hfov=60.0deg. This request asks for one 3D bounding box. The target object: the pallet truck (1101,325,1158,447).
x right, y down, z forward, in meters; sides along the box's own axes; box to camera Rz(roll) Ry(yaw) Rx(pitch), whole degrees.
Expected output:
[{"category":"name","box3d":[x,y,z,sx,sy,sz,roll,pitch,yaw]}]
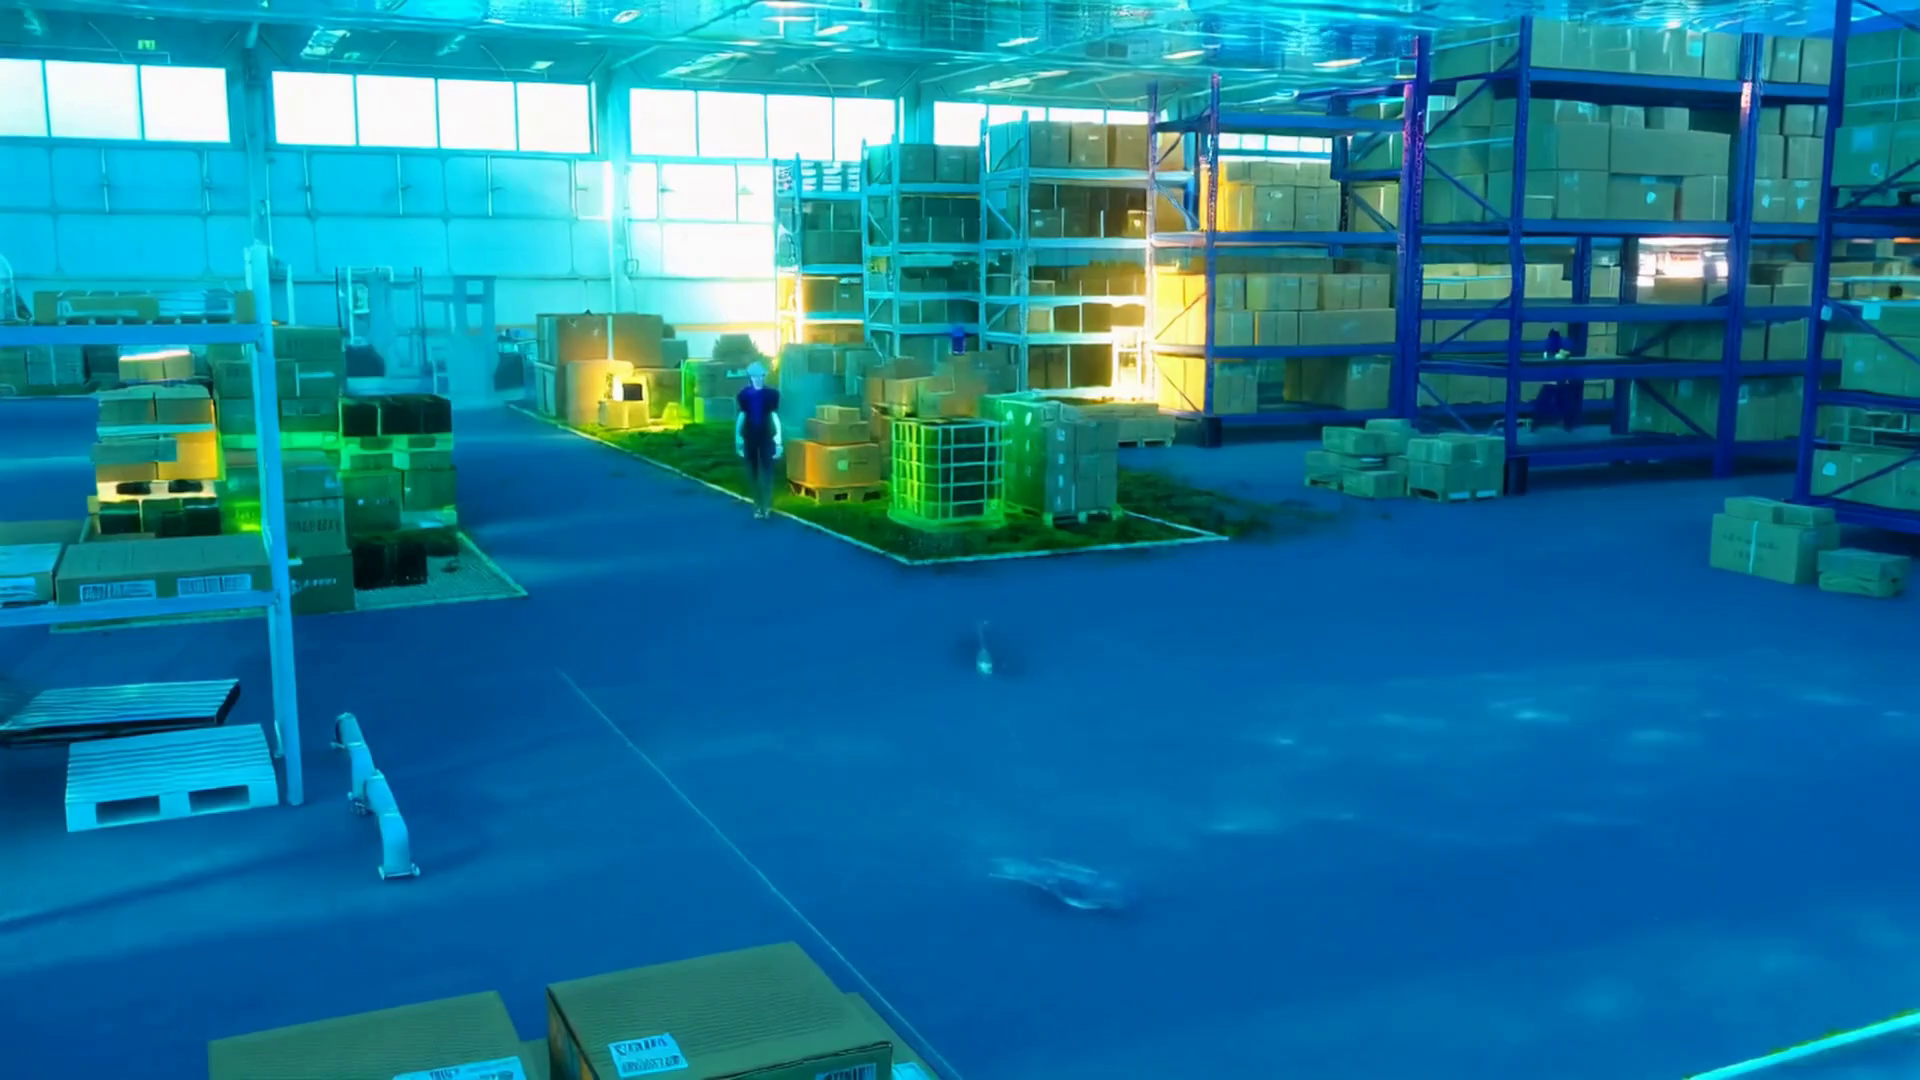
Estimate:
[{"category":"pallet truck","box3d":[2.881,-2.596,27.923,0.823,1.965,1.885,-1,9,-7]}]

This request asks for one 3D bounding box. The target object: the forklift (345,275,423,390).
[{"category":"forklift","box3d":[-14.364,-5.144,40.999,1.873,2.768,1.129,-4,10,-25]}]

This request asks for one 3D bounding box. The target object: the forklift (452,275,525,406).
[{"category":"forklift","box3d":[-10.544,-4.388,36.313,1.129,2.768,1.873,4,10,24]}]

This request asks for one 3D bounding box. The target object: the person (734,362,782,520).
[{"category":"person","box3d":[-2.363,-1.153,19.443,0.549,1.842,0.713,0,9,-2]}]

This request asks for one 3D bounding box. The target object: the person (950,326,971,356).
[{"category":"person","box3d":[0.007,-4.166,38.772,0.523,1.638,0.310,4,10,25]}]

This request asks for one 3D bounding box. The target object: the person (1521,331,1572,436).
[{"category":"person","box3d":[10.278,-2.679,28.866,1.063,1.862,0.607,-4,10,-21]}]
